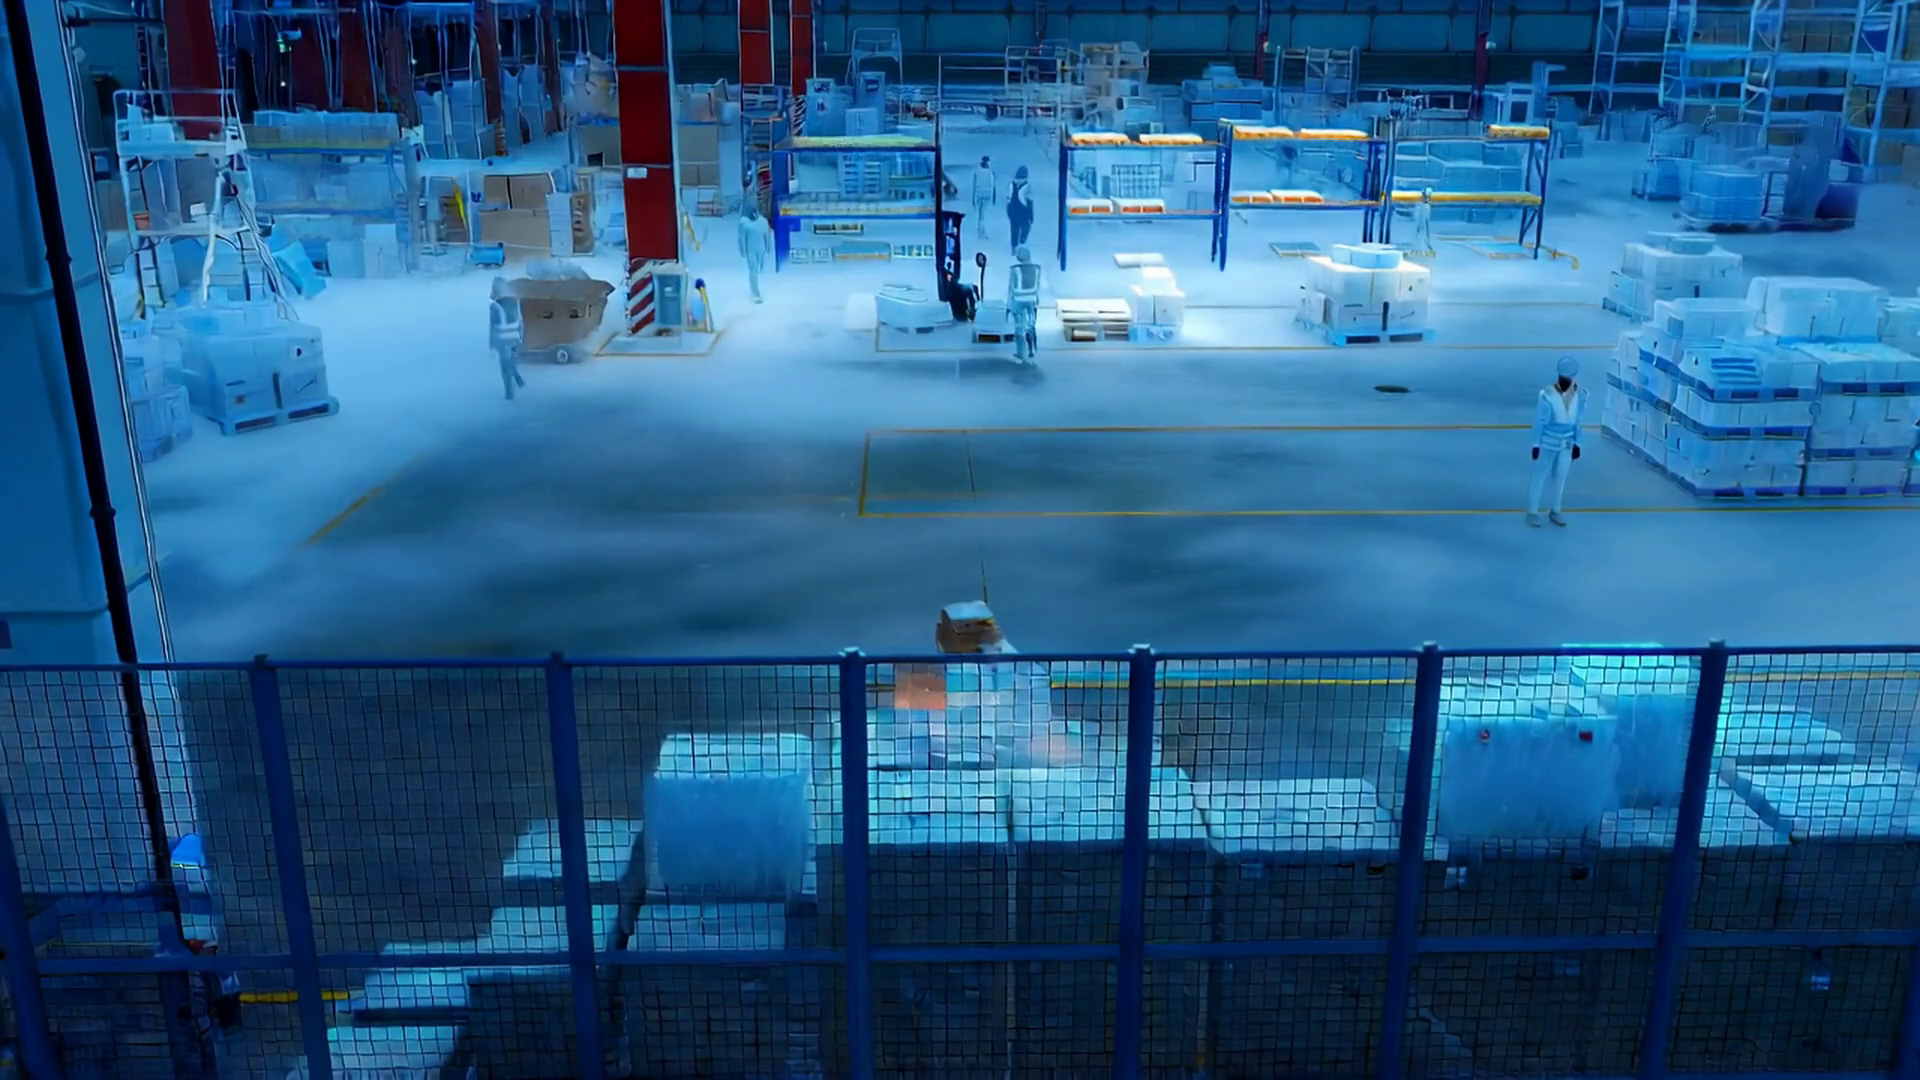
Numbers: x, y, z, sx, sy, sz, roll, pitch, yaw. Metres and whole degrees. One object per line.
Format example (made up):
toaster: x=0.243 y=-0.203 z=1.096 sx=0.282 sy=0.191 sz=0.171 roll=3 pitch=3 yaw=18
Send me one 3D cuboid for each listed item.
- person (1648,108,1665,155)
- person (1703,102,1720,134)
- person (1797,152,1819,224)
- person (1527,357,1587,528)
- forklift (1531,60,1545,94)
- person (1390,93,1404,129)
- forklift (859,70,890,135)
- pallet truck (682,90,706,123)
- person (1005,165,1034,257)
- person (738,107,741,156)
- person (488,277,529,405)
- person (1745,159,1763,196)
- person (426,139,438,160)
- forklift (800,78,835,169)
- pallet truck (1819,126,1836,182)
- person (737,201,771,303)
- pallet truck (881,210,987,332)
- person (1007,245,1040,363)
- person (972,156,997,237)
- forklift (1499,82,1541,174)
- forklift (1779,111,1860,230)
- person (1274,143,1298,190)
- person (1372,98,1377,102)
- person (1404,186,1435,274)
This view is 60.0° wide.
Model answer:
person: x=24.358 y=-14.300 z=58.214 sx=0.394 sy=1.620 sz=0.544 roll=-17 pitch=25 yaw=-40
person: x=27.406 y=-15.152 z=60.727 sx=0.875 sy=1.629 sz=0.589 roll=-2 pitch=19 yaw=-6
person: x=21.206 y=-8.934 z=41.880 sx=0.666 sy=1.896 sz=0.933 roll=12 pitch=22 yaw=32
person: x=6.658 y=-1.089 z=18.537 sx=0.607 sy=1.947 sz=0.406 roll=-3 pitch=19 yaw=-10
forklift: x=22.941 y=-17.687 z=66.340 sx=1.873 sy=2.768 sz=1.129 roll=8 pitch=20 yaw=23
person: x=16.169 y=-15.568 z=61.557 sx=0.541 sy=1.919 sz=0.680 roll=-2 pitch=19 yaw=-5
forklift: x=-3.114 y=-15.259 z=59.139 sx=1.129 sy=2.768 sz=1.873 roll=2 pitch=19 yaw=5
pallet truck: x=-9.671 y=-15.907 z=62.421 sx=0.823 sy=1.965 sz=1.885 roll=5 pitch=19 yaw=15
person: x=1.336 y=-7.249 z=36.669 sx=0.714 sy=2.000 sz=0.571 roll=11 pitch=21 yaw=29
person: x=-7.319 y=-13.803 z=56.286 sx=0.366 sy=1.926 sz=0.594 roll=0 pitch=19 yaw=-1
person: x=-6.532 y=-2.854 z=23.890 sx=0.416 sy=1.871 sz=0.611 roll=10 pitch=21 yaw=28
person: x=19.853 y=-8.755 z=41.787 sx=0.640 sy=1.618 sz=0.525 roll=-11 pitch=21 yaw=-29
person: x=-14.605 y=-10.256 z=46.120 sx=0.318 sy=1.695 sz=0.539 roll=-11 pitch=22 yaw=-30
forklift: x=-4.527 y=-13.620 z=54.275 sx=1.129 sy=2.768 sz=1.873 roll=-6 pitch=20 yaw=-18
pallet truck: x=26.403 y=-11.957 z=50.702 sx=0.823 sy=1.965 sz=1.885 roll=6 pitch=19 yaw=16
person: x=-3.920 y=-5.486 z=31.612 sx=0.645 sy=1.929 sz=0.539 roll=-11 pitch=22 yaw=-29
pallet truck: x=-0.493 y=-4.759 z=29.349 sx=1.885 sy=1.965 sz=0.823 roll=-13 pitch=23 yaw=-34
person: x=1.013 y=-3.769 z=26.589 sx=0.574 sy=1.883 sz=0.355 roll=-10 pitch=21 yaw=-28
person: x=0.589 y=-8.272 z=39.944 sx=0.613 sy=1.876 sz=0.986 roll=0 pitch=19 yaw=-1
forklift: x=17.612 y=-13.042 z=52.560 sx=1.129 sy=2.768 sz=1.873 roll=-1 pitch=19 yaw=-1
forklift: x=20.982 y=-9.064 z=40.760 sx=1.873 sy=2.768 sz=1.129 roll=-1 pitch=19 yaw=-2
person: x=9.160 y=-10.485 z=46.633 sx=0.631 sy=1.812 sz=0.560 roll=-10 pitch=21 yaw=-26
person: x=15.519 y=-15.706 z=62.299 sx=0.547 sy=1.685 sz=0.448 roll=-5 pitch=19 yaw=-16
person: x=9.506 y=-6.404 z=34.475 sx=0.808 sy=1.845 sz=0.522 roll=0 pitch=19 yaw=1
